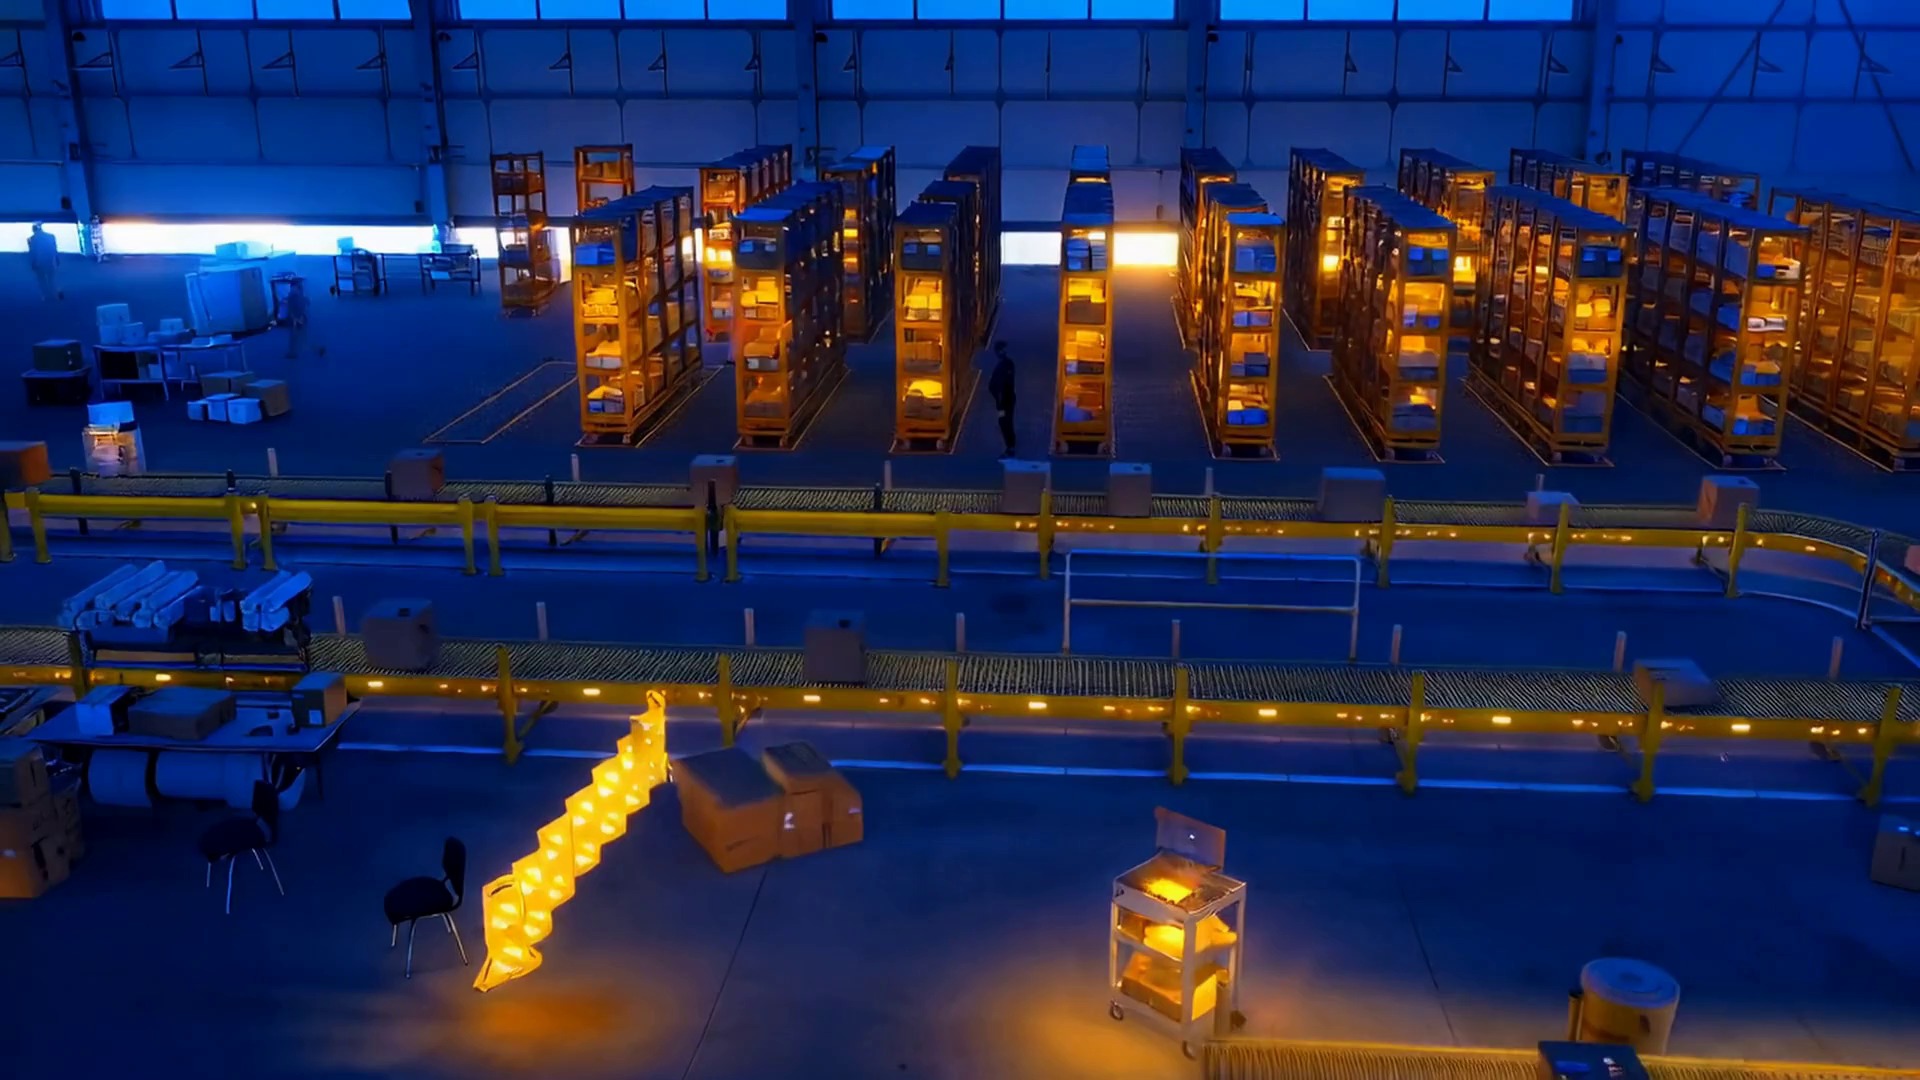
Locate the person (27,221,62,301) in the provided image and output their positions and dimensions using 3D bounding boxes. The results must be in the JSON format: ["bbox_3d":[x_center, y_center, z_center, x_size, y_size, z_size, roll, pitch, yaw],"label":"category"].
[{"bbox_3d":[-21.682,-6.595,39.394,0.660,1.886,0.545,-16,24,-41],"label":"person"}]

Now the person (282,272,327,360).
[{"bbox_3d":[-13.003,-4.412,32.755,0.779,1.715,0.578,-10,20,-29],"label":"person"}]

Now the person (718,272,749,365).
[{"bbox_3d":[-4.261,-4.289,32.190,0.838,1.820,0.570,-5,18,-15],"label":"person"}]

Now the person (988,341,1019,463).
[{"bbox_3d":[0.669,-2.074,25.092,0.495,1.875,0.655,1,18,2],"label":"person"}]
